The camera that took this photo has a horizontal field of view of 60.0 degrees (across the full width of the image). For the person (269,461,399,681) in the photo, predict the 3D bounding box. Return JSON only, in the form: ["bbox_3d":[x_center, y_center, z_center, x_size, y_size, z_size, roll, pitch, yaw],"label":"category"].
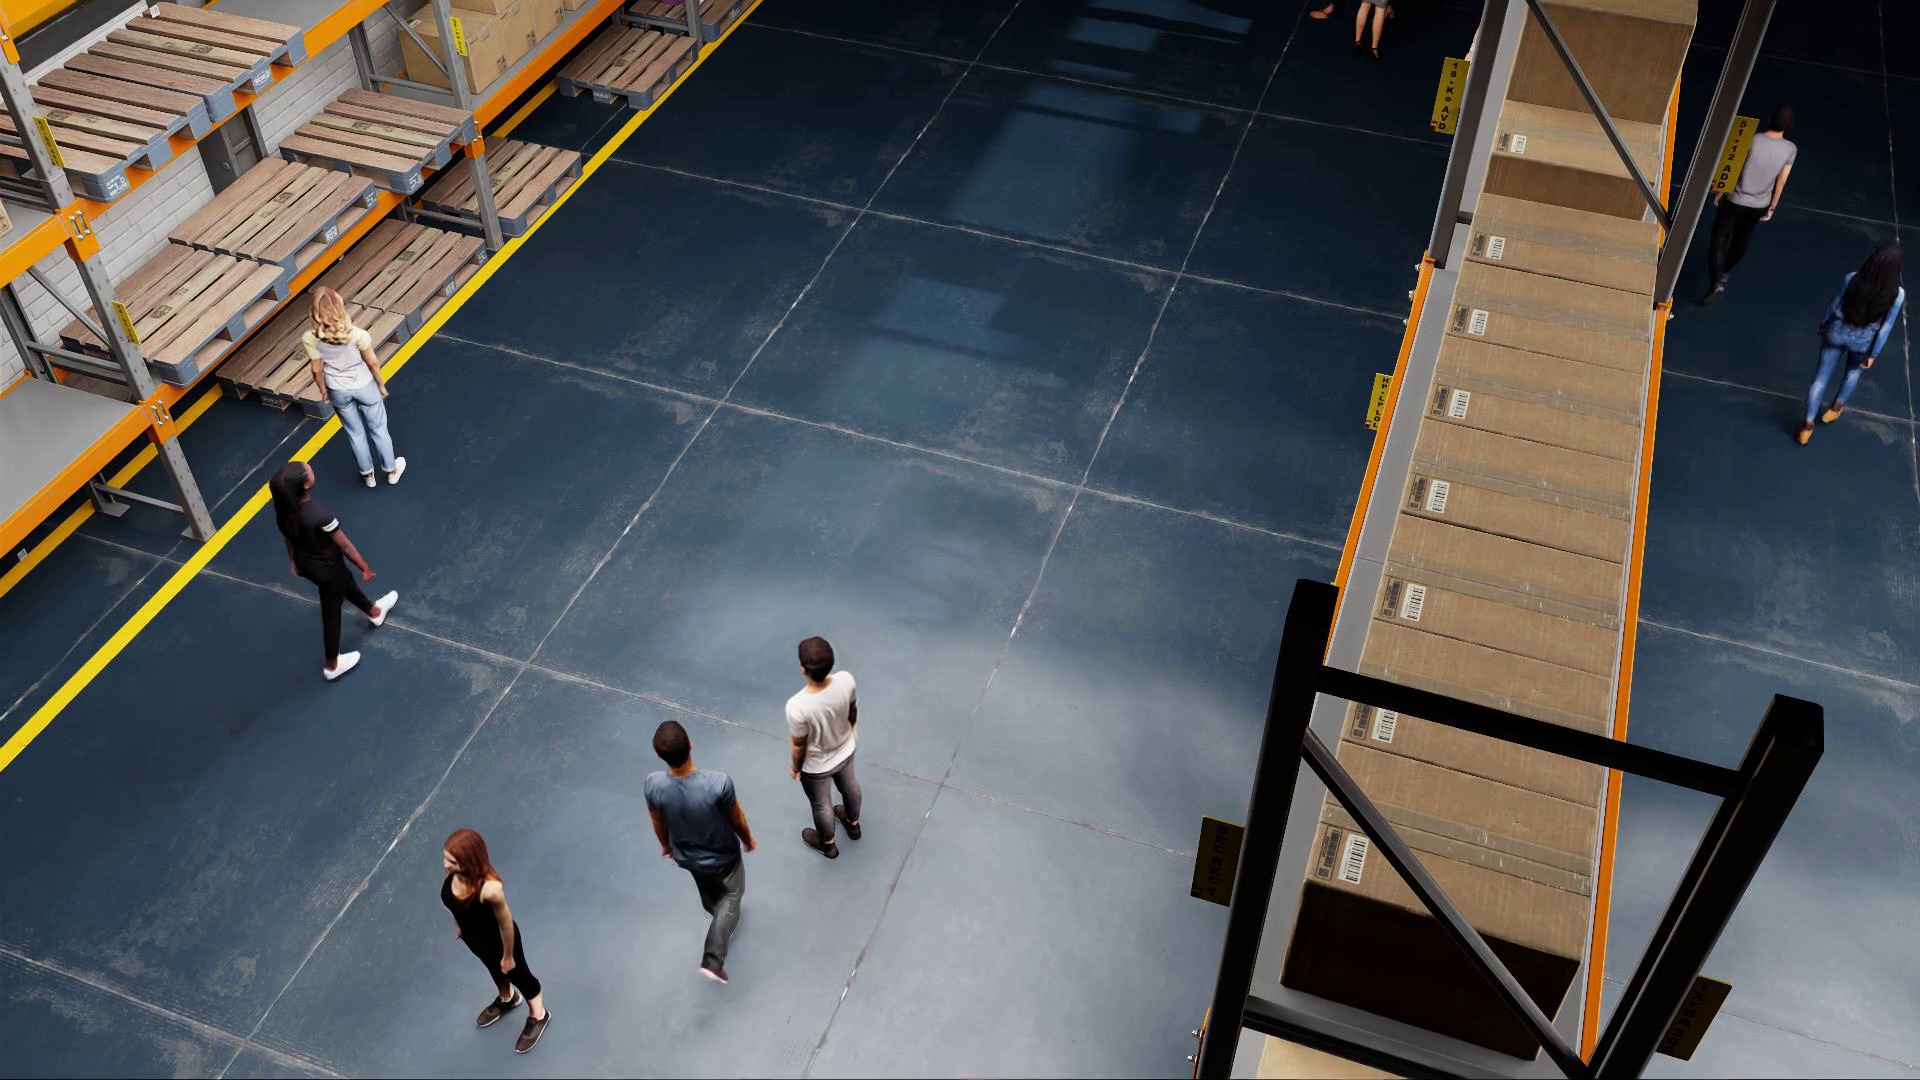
[{"bbox_3d":[-4.143,0.230,10.676,0.759,1.702,1.060,22,48,21],"label":"person"}]

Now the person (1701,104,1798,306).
[{"bbox_3d":[6.527,-2.775,13.810,0.714,1.730,1.071,9,44,9],"label":"person"}]

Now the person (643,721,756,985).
[{"bbox_3d":[-1.406,1.738,9.039,0.818,1.776,1.011,9,44,10],"label":"person"}]

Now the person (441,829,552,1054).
[{"bbox_3d":[-2.458,2.066,8.731,0.609,1.726,0.582,25,49,24],"label":"person"}]

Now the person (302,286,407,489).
[{"bbox_3d":[-4.397,-1.093,12.049,0.713,1.723,0.721,-8,44,-8],"label":"person"}]

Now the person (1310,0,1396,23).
[{"bbox_3d":[4.393,-6.238,17.416,0.975,1.769,1.176,-3,44,-3],"label":"person"}]

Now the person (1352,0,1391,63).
[{"bbox_3d":[4.251,-5.737,16.836,0.671,1.844,0.660,31,52,29],"label":"person"}]

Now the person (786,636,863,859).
[{"bbox_3d":[-0.783,1.207,9.637,0.631,1.721,0.763,-32,52,-29],"label":"person"}]

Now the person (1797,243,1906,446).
[{"bbox_3d":[6.607,-1.422,12.413,0.713,1.696,0.877,22,48,21],"label":"person"}]
